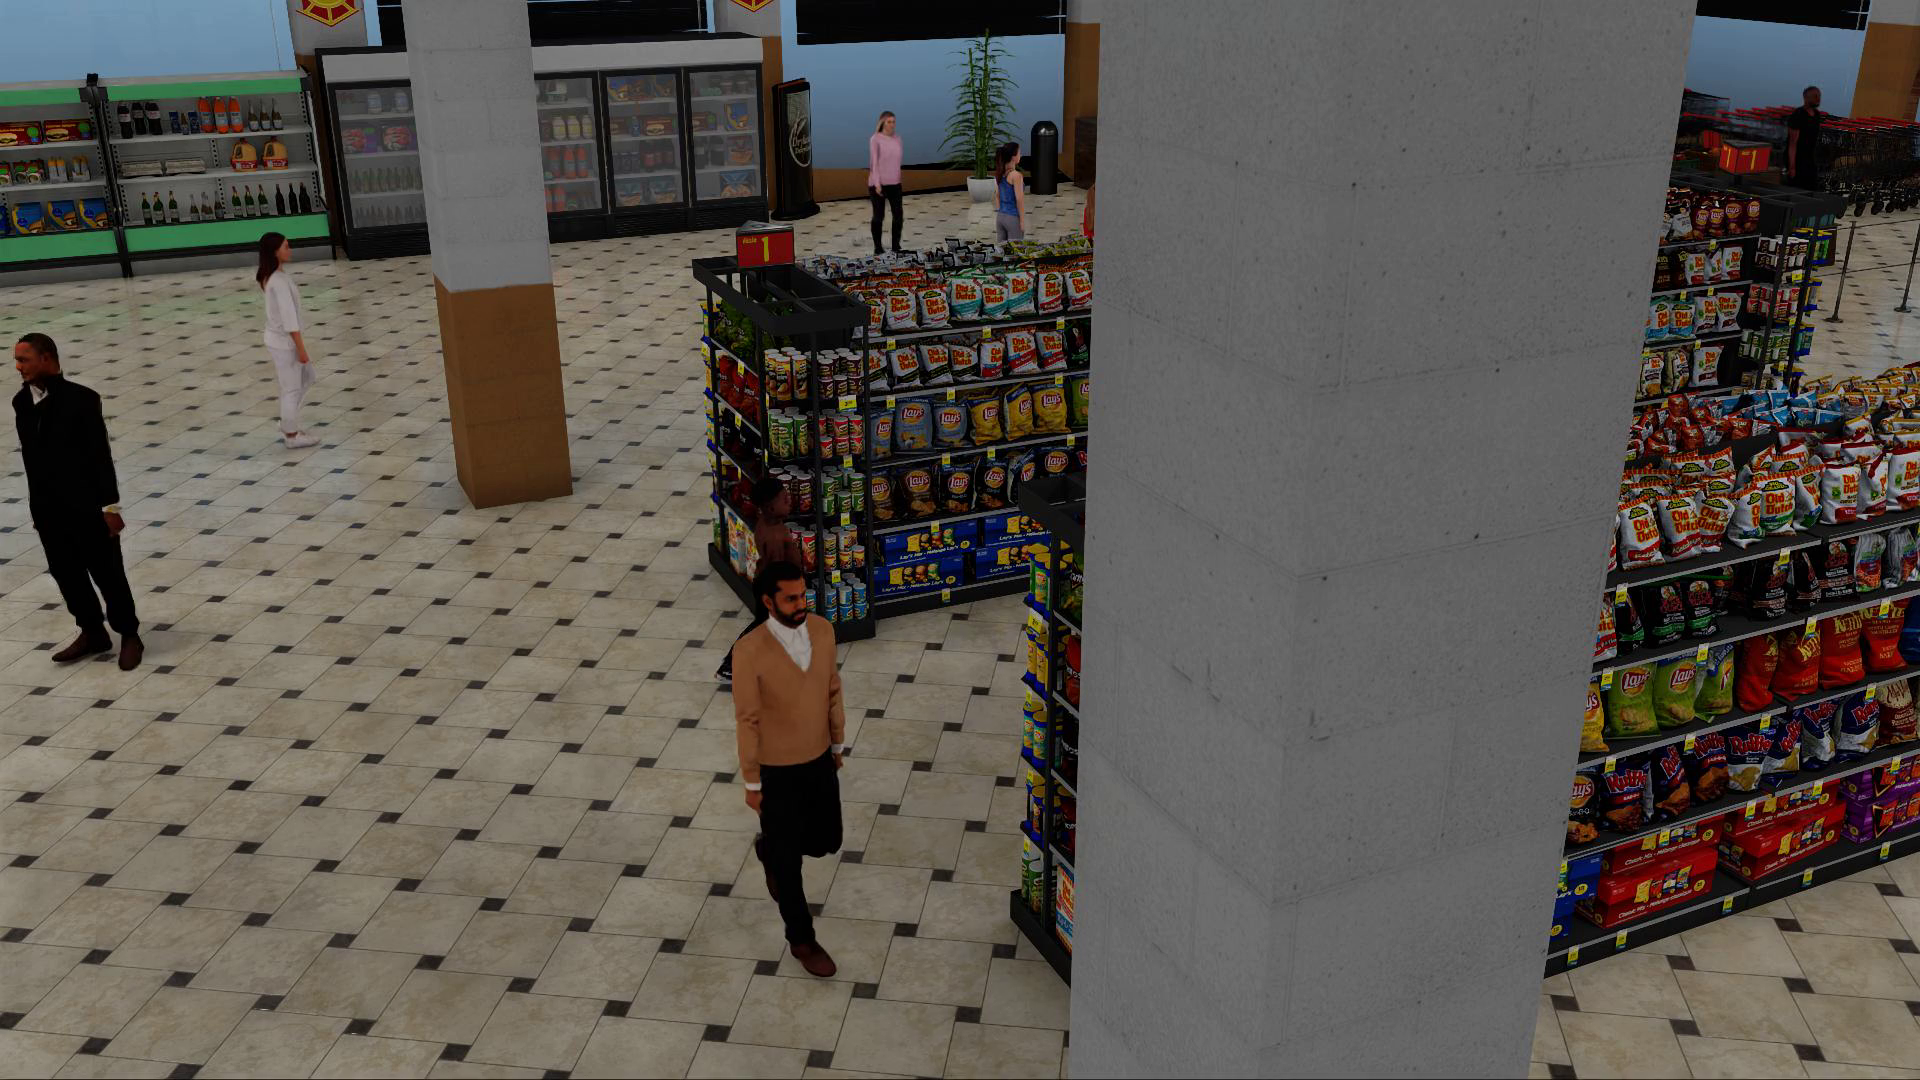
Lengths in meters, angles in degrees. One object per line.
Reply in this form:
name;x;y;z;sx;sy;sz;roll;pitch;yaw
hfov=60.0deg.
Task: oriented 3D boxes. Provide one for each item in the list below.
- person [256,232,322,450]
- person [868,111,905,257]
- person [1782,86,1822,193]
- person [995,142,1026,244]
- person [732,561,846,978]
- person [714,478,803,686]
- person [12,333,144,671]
person;-5.237;-1.507;12.720;0.620;1.680;0.646;-13;25;-30
person;-0.921;-4.110;19.225;0.677;1.660;0.687;-11;25;-26
person;10.124;-4.593;20.236;0.674;1.802;0.784;-14;26;-31
person;0.525;-3.340;17.378;0.588;1.609;0.606;-15;26;-33
person;-0.720;0.879;6.704;0.958;1.739;0.873;-18;28;-37
person;-1.057;0.259;8.918;0.916;1.237;0.585;-7;23;-17
person;-4.878;-0.213;9.209;0.795;1.896;0.883;3;22;7
